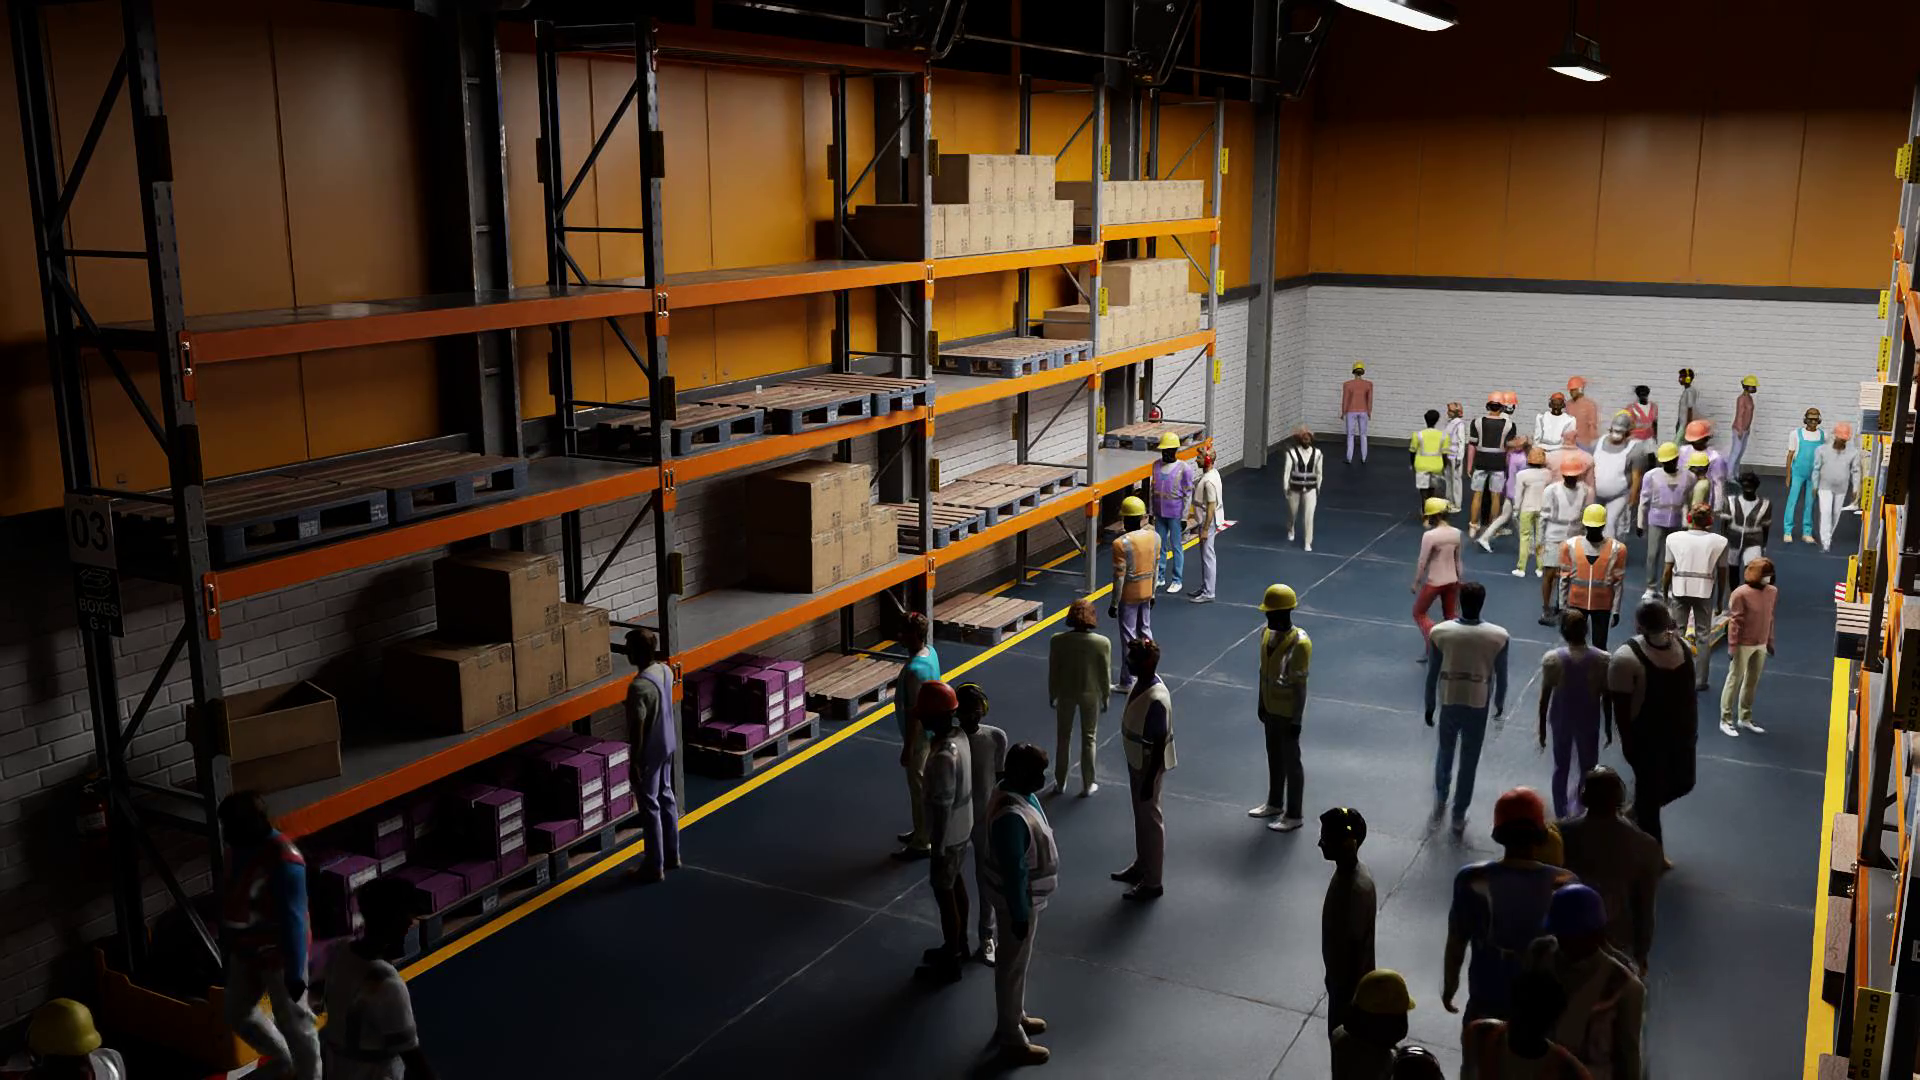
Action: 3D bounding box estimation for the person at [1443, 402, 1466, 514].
[{"bbox_3d":[7.248,-1.210,24.430,0.314,1.639,0.517,-1,13,-6],"label":"person"}]

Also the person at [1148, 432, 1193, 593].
[{"bbox_3d":[2.490,-0.332,19.853,0.586,1.928,0.365,12,17,42],"label":"person"}]

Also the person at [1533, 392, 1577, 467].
[{"bbox_3d":[8.462,-1.174,23.737,0.575,1.880,0.359,7,15,30],"label":"person"}]

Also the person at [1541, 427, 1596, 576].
[{"bbox_3d":[7.456,-0.447,20.478,0.691,1.875,0.556,6,14,24],"label":"person"}]

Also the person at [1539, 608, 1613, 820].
[{"bbox_3d":[4.598,1.386,12.429,0.543,1.807,0.706,6,14,24],"label":"person"}]

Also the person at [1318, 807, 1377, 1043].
[{"bbox_3d":[1.944,2.244,8.475,0.327,1.863,0.511,1,13,4],"label":"person"}]

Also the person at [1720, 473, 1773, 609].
[{"bbox_3d":[8.853,0.049,18.799,0.520,1.637,0.874,8,15,31],"label":"person"}]

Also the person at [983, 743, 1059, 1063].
[{"bbox_3d":[0.348,2.033,9.471,0.429,1.838,0.622,0,13,2],"label":"person"}]

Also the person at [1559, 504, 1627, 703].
[{"bbox_3d":[5.957,0.595,15.733,0.581,1.919,0.393,6,14,26],"label":"person"}]

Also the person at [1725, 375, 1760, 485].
[{"bbox_3d":[12.577,-1.768,26.676,0.344,1.759,0.524,10,16,39],"label":"person"}]

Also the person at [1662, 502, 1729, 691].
[{"bbox_3d":[7.080,0.551,16.083,0.564,1.845,0.389,5,14,23],"label":"person"}]

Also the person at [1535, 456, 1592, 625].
[{"bbox_3d":[6.705,-0.005,18.461,0.596,1.907,0.550,0,13,-1],"label":"person"}]

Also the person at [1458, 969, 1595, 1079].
[{"bbox_3d":[2.238,2.598,6.761,0.630,1.909,0.929,11,17,42],"label":"person"}]

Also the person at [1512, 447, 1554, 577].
[{"bbox_3d":[7.087,-0.345,20.572,0.500,1.633,0.282,0,13,-1],"label":"person"}]

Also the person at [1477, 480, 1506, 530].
[{"bbox_3d":[7.458,-0.987,23.194,0.487,1.746,0.288,6,14,26],"label":"person"}]

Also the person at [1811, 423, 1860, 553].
[{"bbox_3d":[11.632,-0.729,22.139,0.566,1.710,0.840,4,13,18],"label":"person"}]

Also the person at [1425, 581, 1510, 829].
[{"bbox_3d":[3.937,1.237,12.921,0.586,1.882,0.869,6,14,24],"label":"person"}]

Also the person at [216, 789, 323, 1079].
[{"bbox_3d":[-3.650,2.190,8.801,0.730,1.819,0.453,11,16,39],"label":"person"}]

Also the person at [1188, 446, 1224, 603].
[{"bbox_3d":[2.881,-0.182,19.364,0.390,1.846,0.564,1,13,5],"label":"person"}]

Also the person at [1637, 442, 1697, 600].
[{"bbox_3d":[8.255,-0.202,19.363,0.685,1.912,0.459,2,13,7],"label":"person"}]

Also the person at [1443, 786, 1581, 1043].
[{"bbox_3d":[2.718,2.206,8.266,0.609,2.031,0.397,2,13,11],"label":"person"}]

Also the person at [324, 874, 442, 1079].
[{"bbox_3d":[-2.557,2.417,7.565,0.997,1.908,0.610,-8,15,-33],"label":"person"}]

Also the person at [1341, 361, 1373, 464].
[{"bbox_3d":[6.793,-2.183,28.504,0.531,1.767,0.328,-1,13,-3],"label":"person"}]

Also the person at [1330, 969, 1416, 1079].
[{"bbox_3d":[1.727,2.627,7.048,0.335,1.735,0.487,-4,13,-17],"label":"person"}]

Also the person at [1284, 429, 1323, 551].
[{"bbox_3d":[4.580,-0.710,22.278,0.520,1.612,0.805,1,13,3],"label":"person"}]

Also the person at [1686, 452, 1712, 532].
[{"bbox_3d":[8.597,-0.158,19.452,0.339,1.762,0.525,7,14,29],"label":"person"}]

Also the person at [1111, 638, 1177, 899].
[{"bbox_3d":[1.295,1.568,11.524,0.389,1.848,0.563,-1,13,-6],"label":"person"}]

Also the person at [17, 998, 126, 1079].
[{"bbox_3d":[-3.518,2.670,6.650,0.403,1.824,0.593,6,14,24],"label":"person"}]

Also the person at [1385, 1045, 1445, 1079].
[{"bbox_3d":[1.664,2.759,6.217,0.504,1.839,0.343,1,13,5],"label":"person"}]

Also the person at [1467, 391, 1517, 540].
[{"bbox_3d":[7.240,-1.013,22.687,0.613,2.028,0.409,4,13,19],"label":"person"}]

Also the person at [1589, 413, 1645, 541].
[{"bbox_3d":[8.308,-0.669,21.105,0.863,2.000,0.687,-12,17,-42],"label":"person"}]

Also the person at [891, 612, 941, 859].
[{"bbox_3d":[-0.303,1.422,12.179,0.389,1.846,0.566,2,13,7],"label":"person"}]

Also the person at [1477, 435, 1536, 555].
[{"bbox_3d":[7.236,-0.592,21.765,0.841,1.602,0.520,0,13,0],"label":"person"}]

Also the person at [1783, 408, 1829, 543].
[{"bbox_3d":[11.409,-0.868,22.438,0.510,1.846,0.341,2,13,8],"label":"person"}]

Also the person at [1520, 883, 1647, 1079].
[{"bbox_3d":[2.840,2.420,7.592,0.892,1.911,0.648,-8,15,-32],"label":"person"}]

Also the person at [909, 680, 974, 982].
[{"bbox_3d":[-0.115,1.795,10.332,0.387,1.929,0.547,2,13,10],"label":"person"}]

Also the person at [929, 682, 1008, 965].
[{"bbox_3d":[0.058,1.787,10.521,0.509,1.862,0.328,-1,13,-4],"label":"person"}]

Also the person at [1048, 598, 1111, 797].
[{"bbox_3d":[0.960,1.265,13.389,0.503,1.624,0.295,2,13,9],"label":"person"}]

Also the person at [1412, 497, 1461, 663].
[{"bbox_3d":[4.859,0.438,16.858,0.590,1.726,0.495,-8,15,-31],"label":"person"}]

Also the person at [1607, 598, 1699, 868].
[{"bbox_3d":[5.056,1.346,12.081,0.726,2.000,0.624,-4,13,-17],"label":"person"}]

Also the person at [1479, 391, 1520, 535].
[{"bbox_3d":[7.497,-1.068,23.025,0.416,1.986,0.617,-3,13,-14],"label":"person"}]

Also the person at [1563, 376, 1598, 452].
[{"bbox_3d":[9.269,-1.468,24.876,0.542,1.966,0.613,-6,14,-25],"label":"person"}]

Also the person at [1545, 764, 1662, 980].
[{"bbox_3d":[3.335,2.153,8.814,0.630,1.910,0.856,5,13,21],"label":"person"}]

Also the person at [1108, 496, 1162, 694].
[{"bbox_3d":[1.664,0.528,15.997,0.587,1.929,0.360,-10,16,-38],"label":"person"}]

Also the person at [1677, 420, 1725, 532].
[{"bbox_3d":[9.076,-0.495,20.435,0.617,1.996,0.642,-7,15,-30],"label":"person"}]

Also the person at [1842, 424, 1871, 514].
[{"bbox_3d":[13.239,-1.195,24.374,0.280,1.634,0.498,-1,13,-5],"label":"person"}]

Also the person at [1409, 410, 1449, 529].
[{"bbox_3d":[6.604,-1.024,23.549,0.536,1.646,0.853,0,13,-1],"label":"person"}]

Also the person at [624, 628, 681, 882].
[{"bbox_3d":[-2.192,1.514,11.791,0.343,1.840,0.516,4,13,19],"label":"person"}]

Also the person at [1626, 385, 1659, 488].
[{"bbox_3d":[10.793,-1.622,26.228,0.656,1.666,0.411,-2,13,-9],"label":"person"}]

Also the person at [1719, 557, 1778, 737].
[{"bbox_3d":[7.045,0.940,14.820,0.507,1.631,0.266,-5,13,-20],"label":"person"}]

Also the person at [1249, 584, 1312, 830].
[{"bbox_3d":[2.448,1.266,12.732,0.397,1.918,0.582,-5,14,-22],"label":"person"}]
